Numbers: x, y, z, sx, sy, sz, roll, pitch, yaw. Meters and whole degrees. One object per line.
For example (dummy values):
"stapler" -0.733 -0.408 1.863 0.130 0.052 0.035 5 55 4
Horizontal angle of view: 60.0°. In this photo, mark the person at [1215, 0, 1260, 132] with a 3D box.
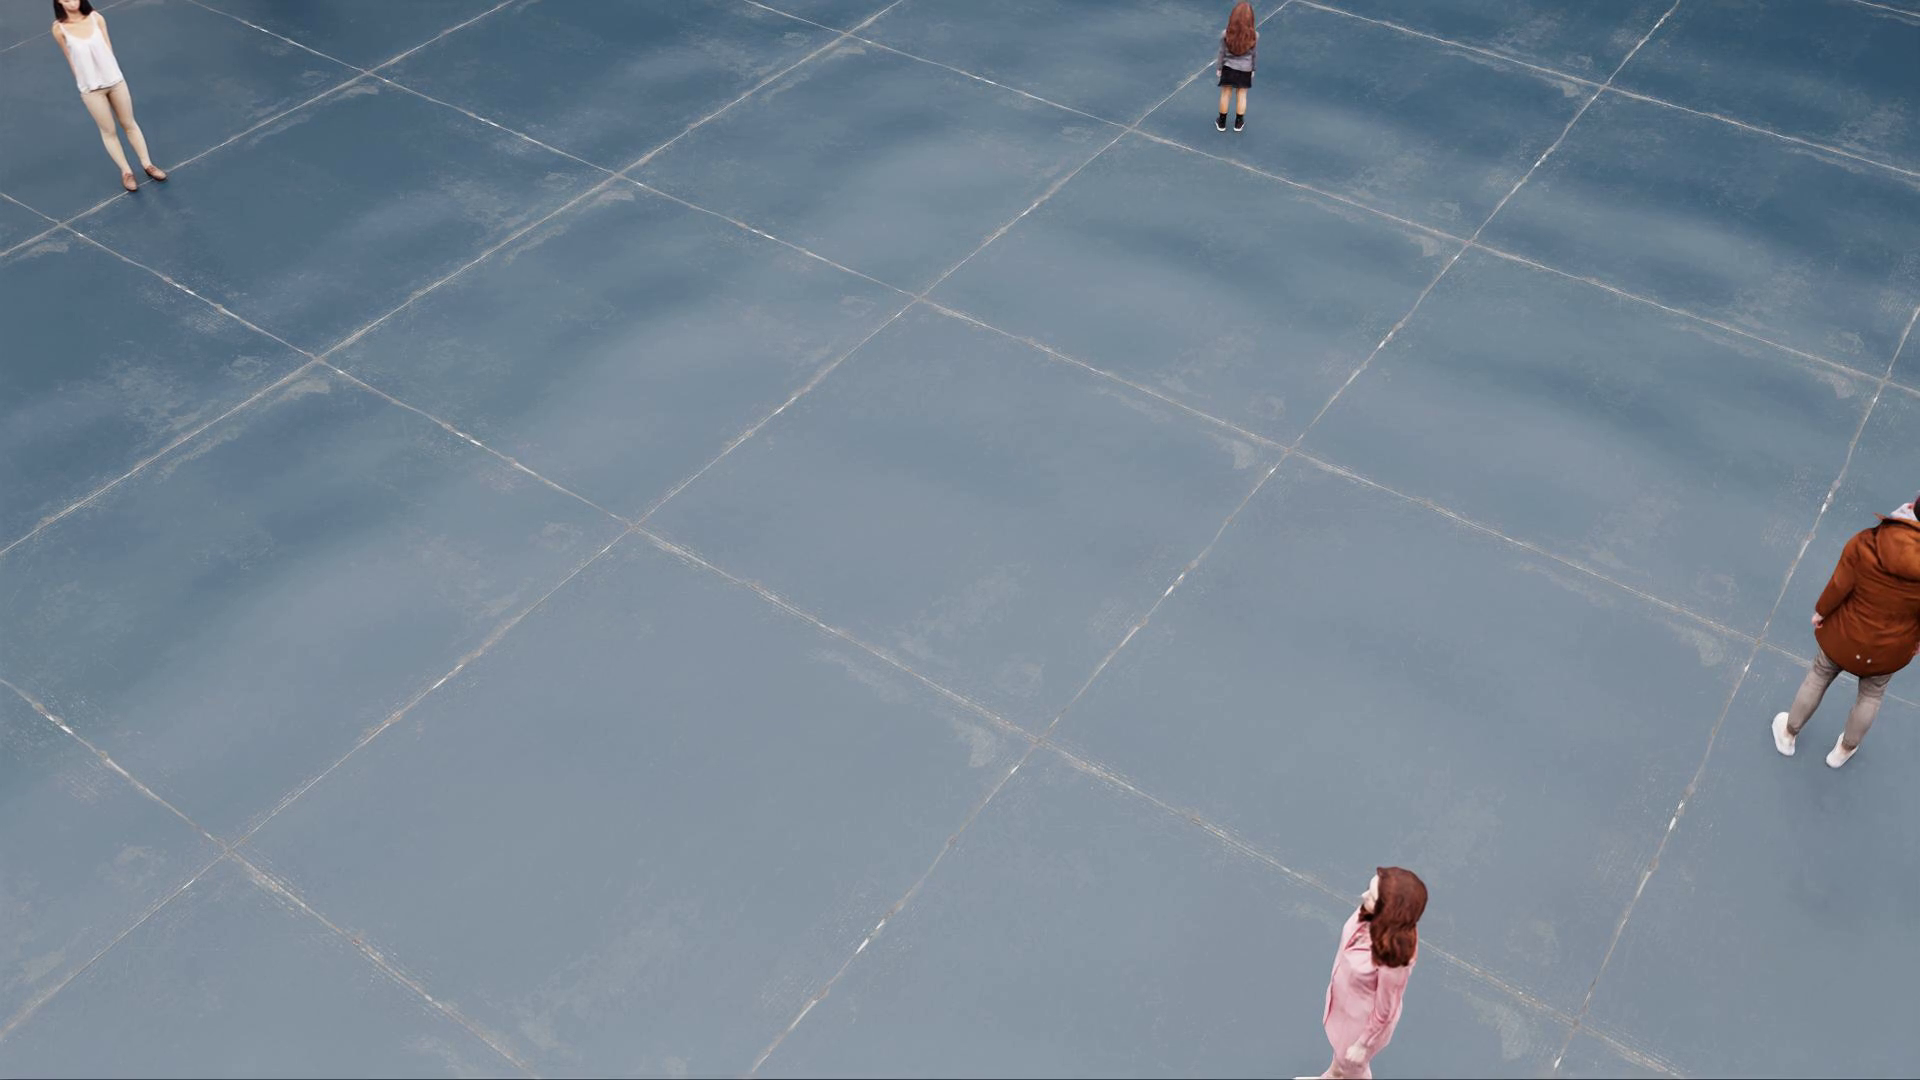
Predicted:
"person" 2.253 -3.862 13.542 0.510 1.106 0.600 3 43 3

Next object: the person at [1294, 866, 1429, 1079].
"person" 1.664 1.911 6.849 0.704 1.803 0.686 1 43 1

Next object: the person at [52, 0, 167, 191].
"person" -6.612 -3.522 12.777 0.570 1.653 0.636 26 49 25

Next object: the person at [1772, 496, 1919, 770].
"person" 4.595 0.449 8.390 0.680 1.837 0.811 18 46 18
